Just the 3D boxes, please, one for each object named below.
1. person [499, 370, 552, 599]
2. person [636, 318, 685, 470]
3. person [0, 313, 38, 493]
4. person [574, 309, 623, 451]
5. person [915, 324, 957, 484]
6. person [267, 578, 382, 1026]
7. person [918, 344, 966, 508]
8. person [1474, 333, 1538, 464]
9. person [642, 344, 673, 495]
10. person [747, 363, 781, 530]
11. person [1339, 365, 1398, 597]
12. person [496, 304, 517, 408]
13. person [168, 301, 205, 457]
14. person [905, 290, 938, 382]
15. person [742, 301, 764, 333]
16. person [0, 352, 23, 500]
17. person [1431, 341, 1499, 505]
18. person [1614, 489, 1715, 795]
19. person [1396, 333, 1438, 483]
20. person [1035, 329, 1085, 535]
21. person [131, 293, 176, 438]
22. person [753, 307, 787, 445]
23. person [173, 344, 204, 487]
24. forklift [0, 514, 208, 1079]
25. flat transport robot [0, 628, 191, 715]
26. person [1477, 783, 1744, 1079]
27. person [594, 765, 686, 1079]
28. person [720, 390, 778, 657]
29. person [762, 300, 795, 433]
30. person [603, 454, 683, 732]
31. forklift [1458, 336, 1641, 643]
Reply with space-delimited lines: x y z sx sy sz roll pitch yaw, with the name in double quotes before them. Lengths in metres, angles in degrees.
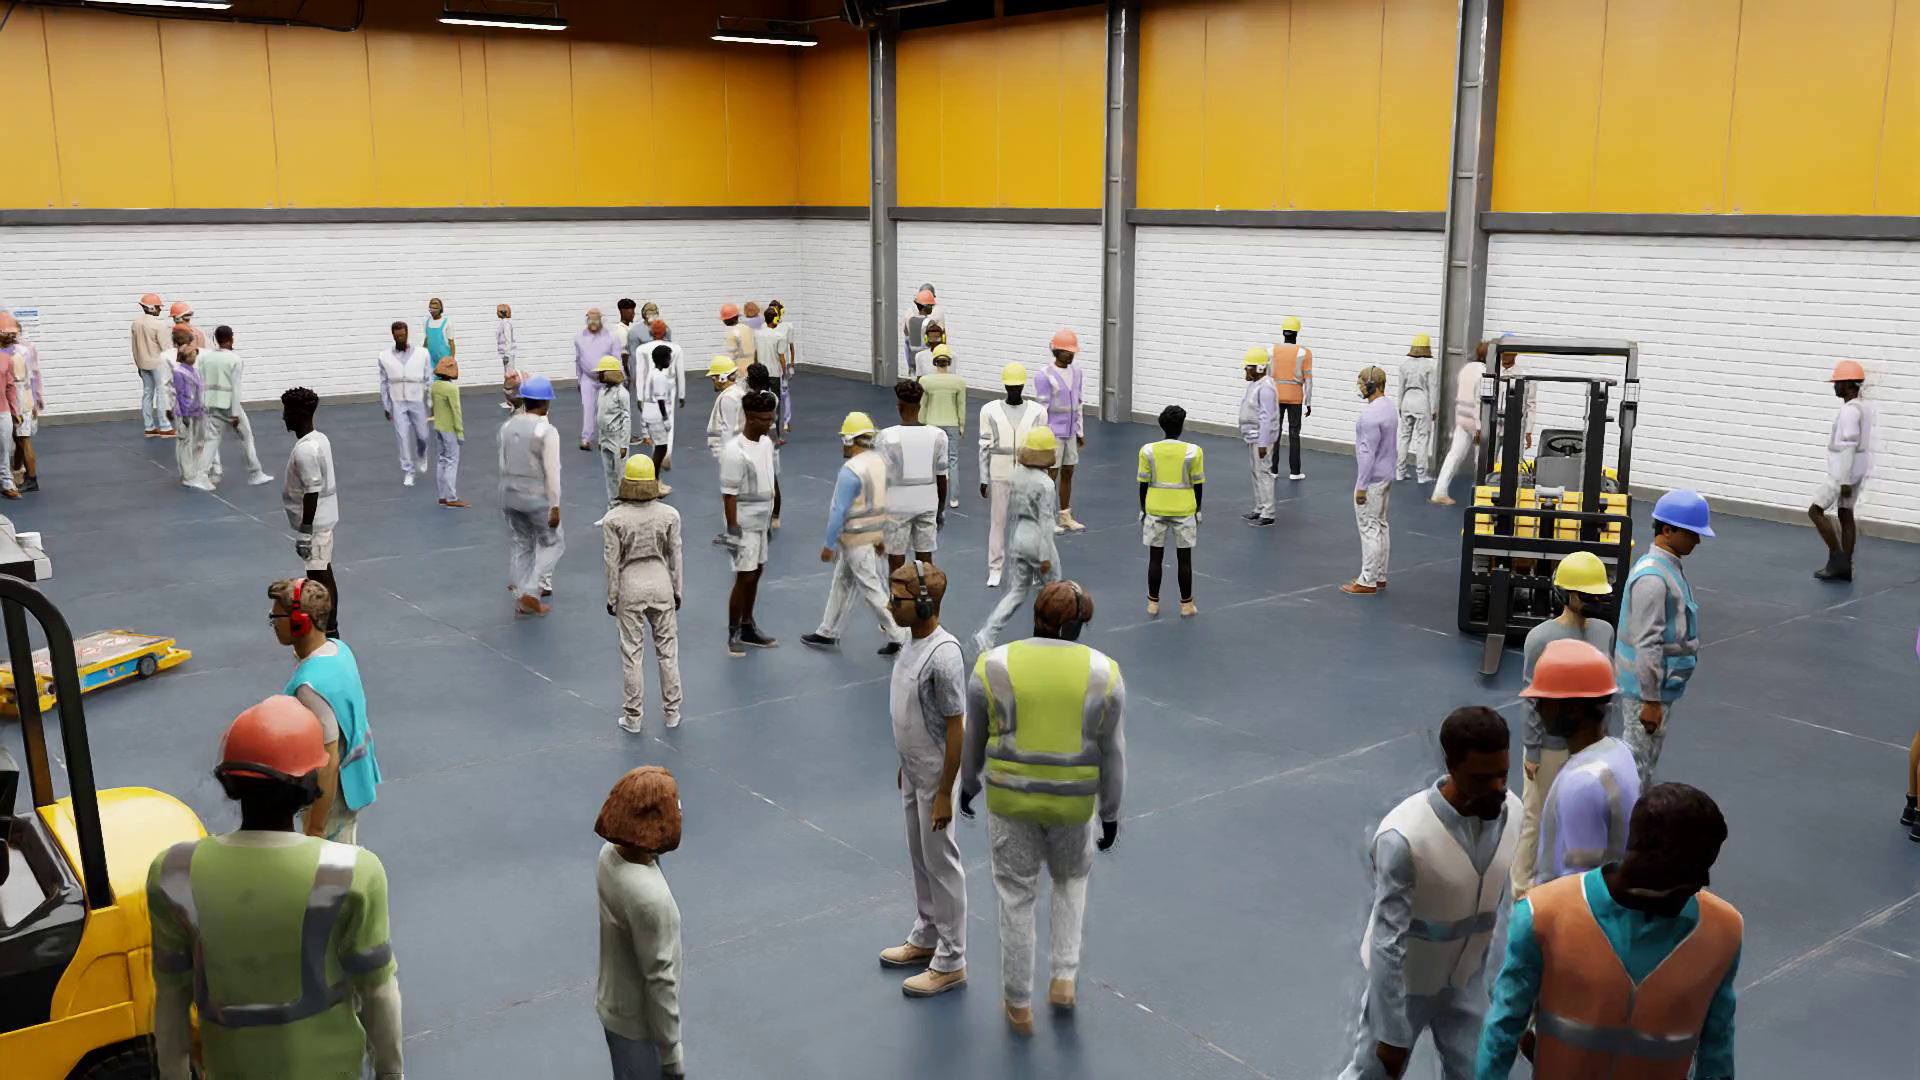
"person" -3.619 -0.466 13.843 0.400 1.899 0.644 -5 13 -24
"person" -3.659 -1.786 20.367 0.590 1.846 0.942 -2 12 -9
"person" -10.661 -1.524 18.641 0.459 2.031 0.630 7 14 31
"person" -4.760 -2.118 21.938 0.660 1.849 1.027 0 12 1
"person" -0.271 -1.577 19.301 0.512 1.861 0.325 0 12 -1
"person" -2.513 1.050 6.639 0.382 1.842 0.579 -3 12 -13
"person" -0.201 -1.210 17.770 0.516 1.758 0.336 -1 12 -7
"person" 5.528 -1.129 16.912 0.605 1.949 0.402 6 13 28
"person" -3.379 -1.334 18.541 0.422 1.677 0.578 -4 12 -19
"person" -1.964 -0.900 16.418 0.321 1.696 0.537 6 13 26
"person" 3.447 -0.494 13.905 0.385 1.929 0.635 6 13 28
"person" -7.140 -2.899 26.206 0.311 1.642 0.513 -4 12 -18
"person" -9.889 -2.060 21.332 0.410 1.980 0.630 1 12 5
"person" -0.482 -2.391 22.775 0.379 2.041 0.616 -10 15 -41
"person" -3.352 -3.096 27.279 0.443 1.588 0.534 7 14 30
"person" -10.574 -1.374 18.131 0.372 1.935 0.627 8 14 34
"person" 5.534 -1.245 17.879 0.968 1.794 0.631 -4 12 -19
"person" 3.379 0.707 8.073 0.401 1.938 0.602 6 13 26
"person" 5.350 -1.545 19.454 0.490 1.736 0.322 11 16 44
"person" 1.010 -1.060 16.391 0.611 2.032 0.411 -11 16 -42
"person" -11.122 -2.407 22.980 0.623 1.987 0.394 5 13 22
"person" -2.531 -2.180 22.224 0.528 1.857 0.332 6 13 26
"person" -8.861 -1.435 19.141 0.314 1.639 0.514 -1 12 -5
"forklift" -3.687 1.115 5.480 2.313 2.155 1.214 -9 15 -36
"flat transport robot" -6.028 0.874 11.312 0.652 0.197 1.431 4 12 18
"person" 1.604 1.502 4.402 0.809 1.868 0.368 2 12 8
"person" -0.972 1.478 5.113 0.278 1.627 0.505 -6 13 -26
"person" -1.508 -0.119 12.076 0.424 1.947 0.635 4 12 17
"person" -2.580 -2.451 23.486 0.515 1.872 0.328 3 12 13
"person" -1.970 0.329 10.369 0.491 1.744 0.295 -5 13 -22
"forklift" 4.683 -0.471 13.136 1.214 2.155 2.313 4 12 20
